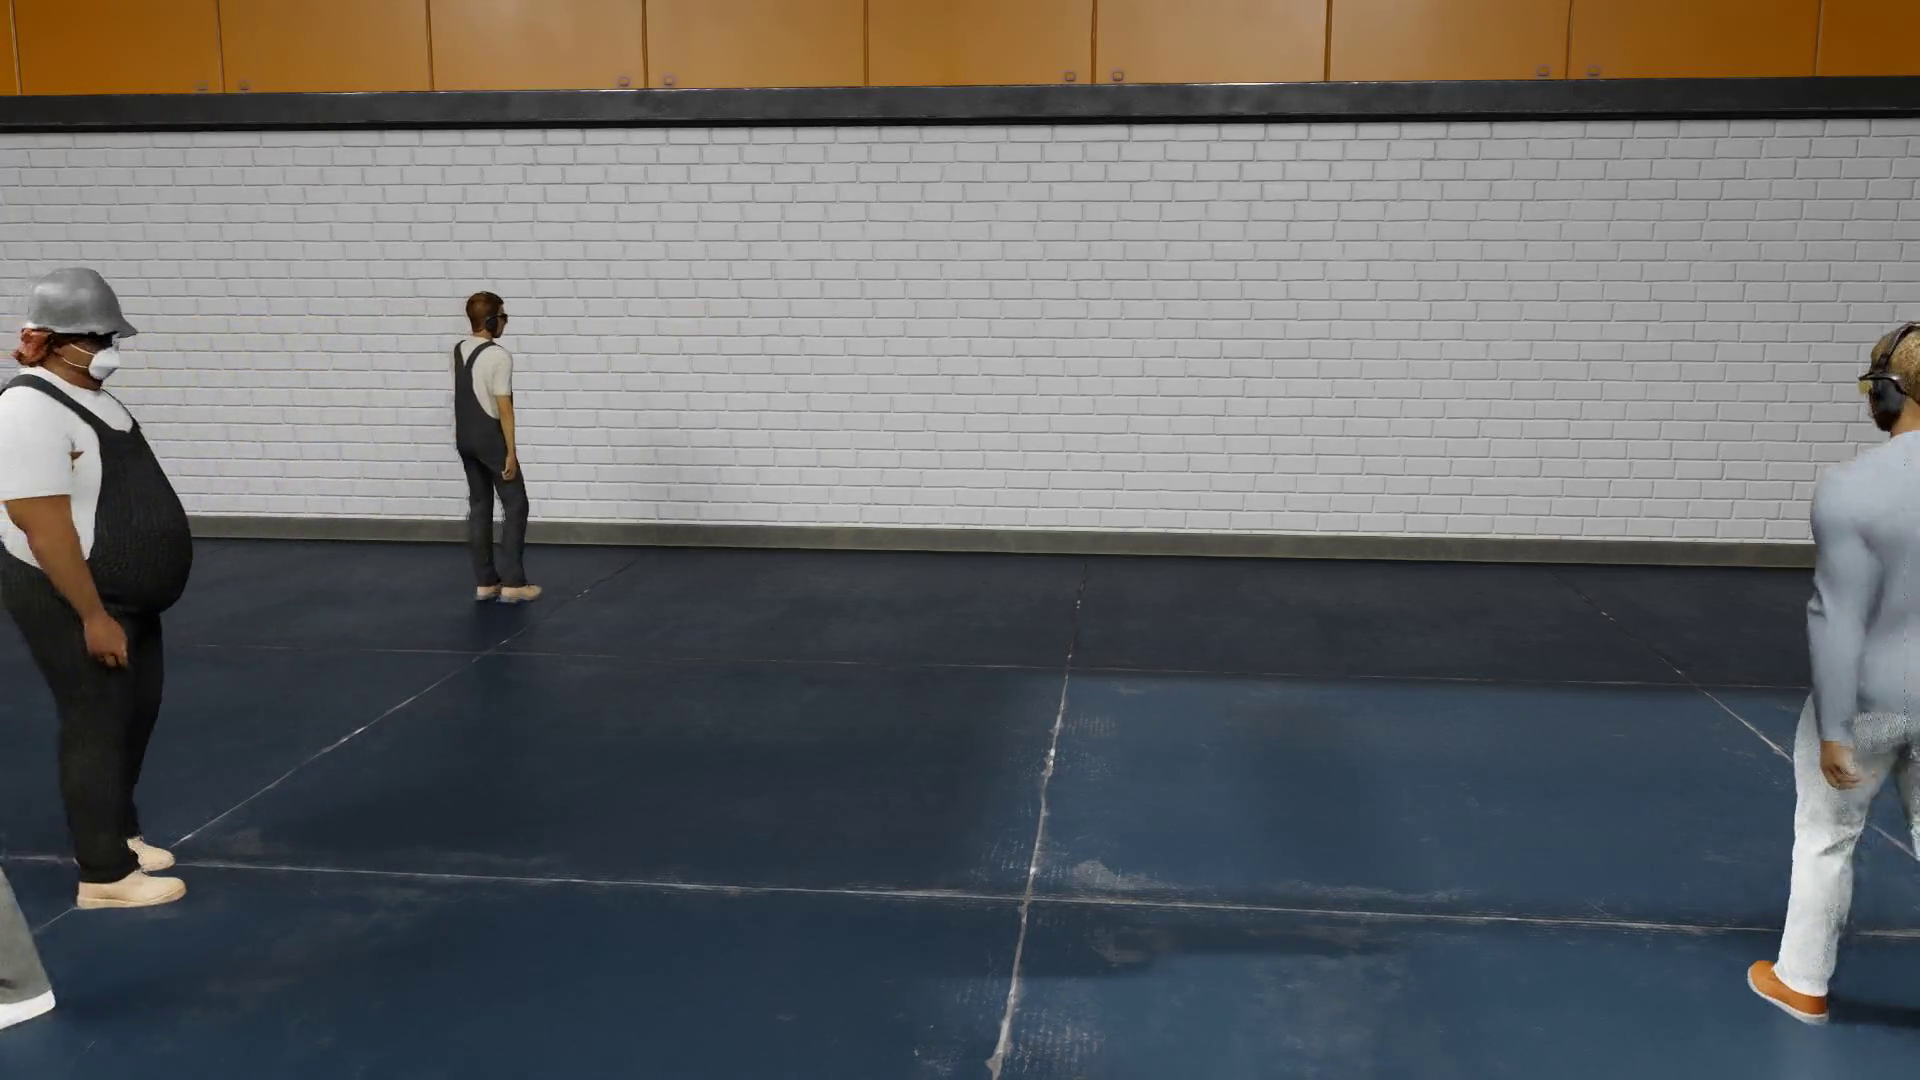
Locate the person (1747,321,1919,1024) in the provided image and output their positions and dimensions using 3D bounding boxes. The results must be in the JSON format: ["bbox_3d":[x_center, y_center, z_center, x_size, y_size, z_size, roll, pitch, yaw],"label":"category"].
[{"bbox_3d":[2.397,0.414,4.144,0.630,1.914,0.904,-1,10,-7],"label":"person"}]

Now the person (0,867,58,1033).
[{"bbox_3d":[-2.861,0.421,4.179,0.976,1.864,0.580,-5,11,-25],"label":"person"}]

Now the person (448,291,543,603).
[{"bbox_3d":[-2.765,-0.538,9.795,0.544,1.838,0.411,6,12,32],"label":"person"}]

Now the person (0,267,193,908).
[{"bbox_3d":[-2.711,0.150,5.256,0.537,2.000,0.707,-2,10,-10],"label":"person"}]
